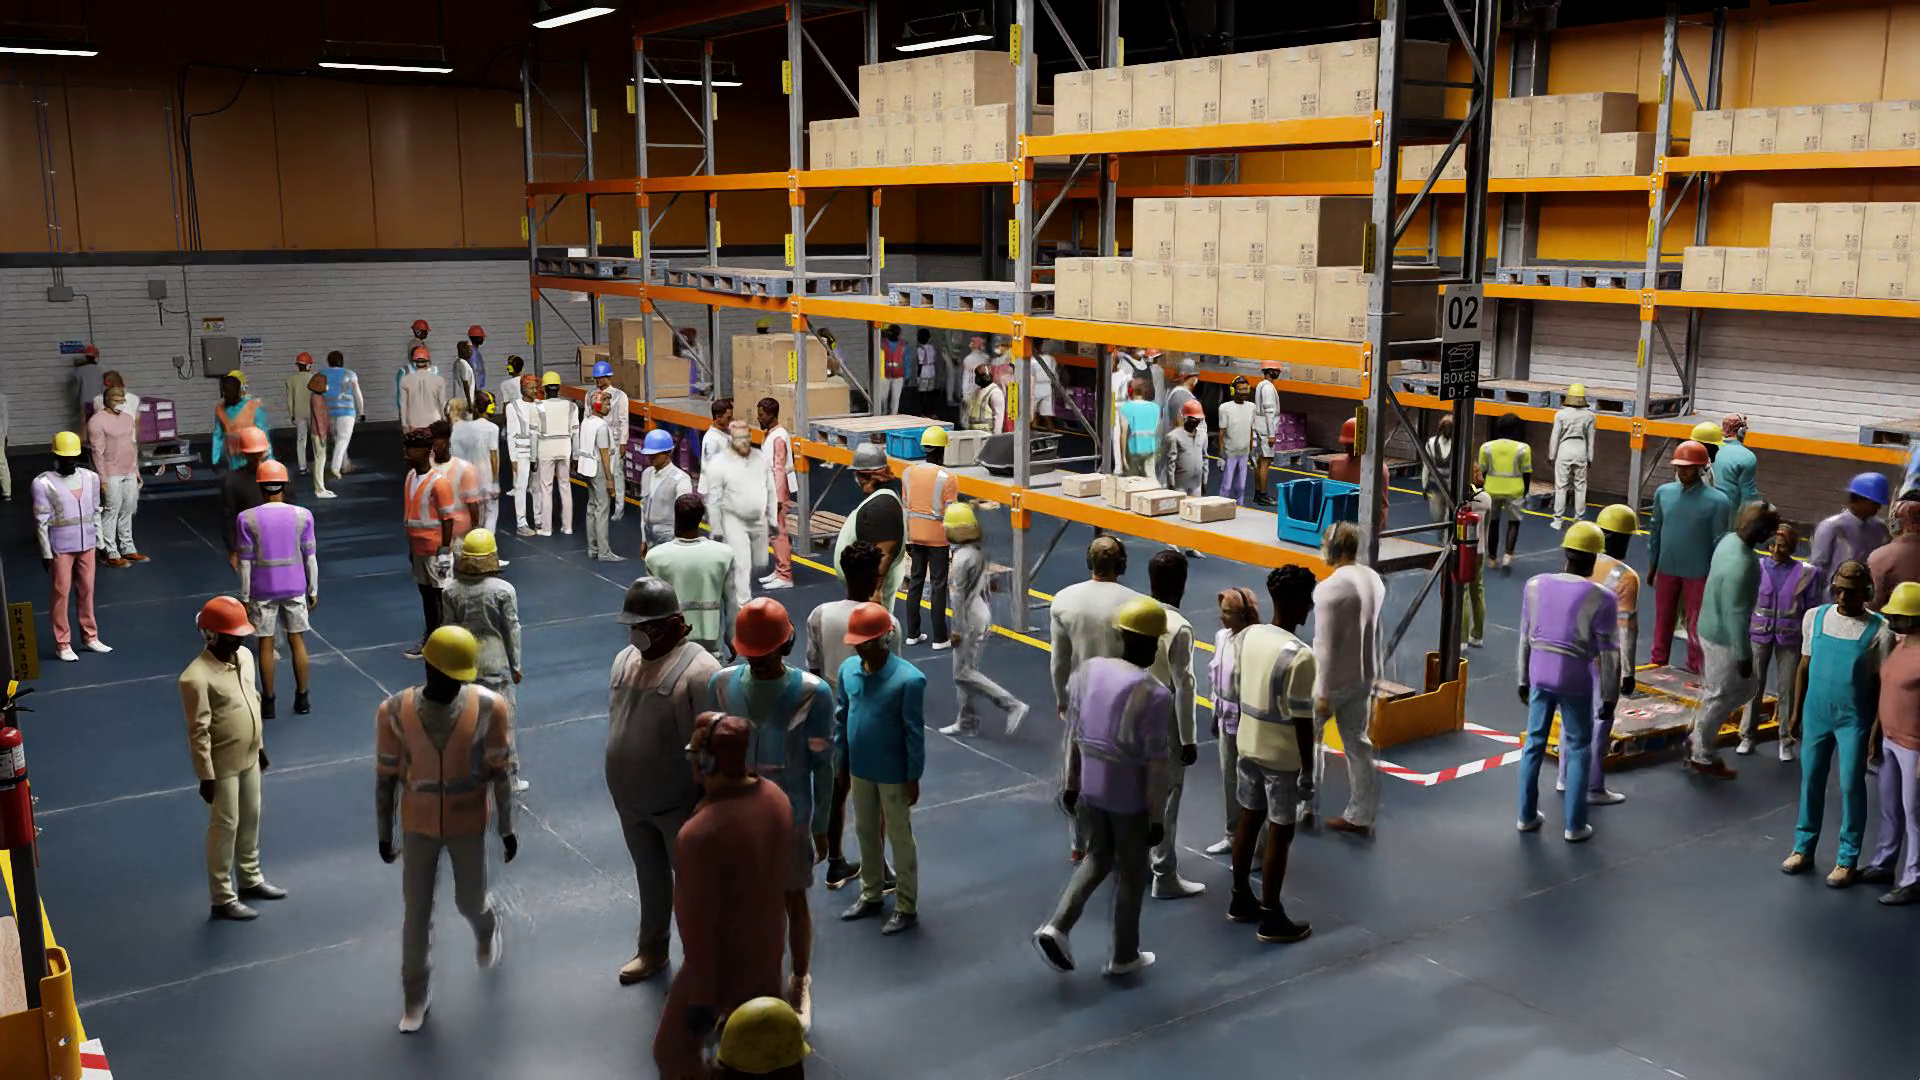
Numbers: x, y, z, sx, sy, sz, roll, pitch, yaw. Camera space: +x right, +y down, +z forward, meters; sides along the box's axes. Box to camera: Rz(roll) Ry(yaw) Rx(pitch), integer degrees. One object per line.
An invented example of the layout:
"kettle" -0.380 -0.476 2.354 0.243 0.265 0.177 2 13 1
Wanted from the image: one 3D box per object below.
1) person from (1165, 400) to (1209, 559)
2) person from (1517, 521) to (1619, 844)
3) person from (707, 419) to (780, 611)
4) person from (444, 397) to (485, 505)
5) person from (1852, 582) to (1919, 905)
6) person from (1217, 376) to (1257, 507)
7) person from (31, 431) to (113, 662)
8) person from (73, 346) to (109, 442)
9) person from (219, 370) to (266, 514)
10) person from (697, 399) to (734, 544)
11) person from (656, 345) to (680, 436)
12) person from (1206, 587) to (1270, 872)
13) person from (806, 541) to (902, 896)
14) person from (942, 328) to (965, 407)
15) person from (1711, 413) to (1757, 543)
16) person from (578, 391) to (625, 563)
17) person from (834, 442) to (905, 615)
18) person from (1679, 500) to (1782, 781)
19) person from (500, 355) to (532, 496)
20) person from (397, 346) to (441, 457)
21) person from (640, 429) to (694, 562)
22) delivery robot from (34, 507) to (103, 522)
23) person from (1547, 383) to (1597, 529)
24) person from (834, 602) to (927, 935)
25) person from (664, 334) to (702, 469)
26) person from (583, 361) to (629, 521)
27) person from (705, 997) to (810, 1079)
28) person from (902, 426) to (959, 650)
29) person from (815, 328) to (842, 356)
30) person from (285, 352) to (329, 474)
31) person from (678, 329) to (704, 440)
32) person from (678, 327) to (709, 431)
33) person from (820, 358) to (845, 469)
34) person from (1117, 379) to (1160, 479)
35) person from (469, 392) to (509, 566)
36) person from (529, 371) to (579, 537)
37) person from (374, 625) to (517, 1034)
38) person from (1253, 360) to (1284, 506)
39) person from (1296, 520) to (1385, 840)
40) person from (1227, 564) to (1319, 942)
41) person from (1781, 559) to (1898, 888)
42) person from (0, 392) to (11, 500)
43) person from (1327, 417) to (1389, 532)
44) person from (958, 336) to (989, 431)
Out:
"person" 2.459 -0.638 17.880 0.568 1.744 0.349 -7 13 -32
"person" 3.628 0.837 9.923 0.454 1.907 0.591 -10 15 -41
"person" -1.983 -0.167 15.091 0.648 1.887 0.764 -9 14 -38
"person" -4.949 -0.472 16.654 0.468 1.893 0.764 0 11 1
"person" 5.086 1.092 8.975 0.329 1.765 0.526 0 11 -1
"person" 3.222 -0.979 19.299 0.514 1.872 0.332 -5 12 -25
"person" -7.423 0.042 13.937 0.383 1.924 0.589 6 12 27
"person" -13.319 -2.124 25.577 0.566 1.713 0.834 -1 11 -6
"person" -8.776 -1.159 20.313 0.589 1.834 0.403 1 11 5
"person" -2.398 -0.454 16.527 0.402 1.908 0.598 0 11 0
"person" -4.948 -2.653 27.974 0.502 1.837 0.344 1 11 6
"person" 1.594 1.065 9.460 0.318 1.630 0.514 -4 12 -19
"person" -0.554 0.971 9.074 0.609 1.965 0.368 7 13 32
"person" -0.090 -3.556 32.333 0.449 1.932 0.604 9 14 39
"person" 7.099 -0.230 15.415 0.394 1.898 0.640 -5 12 -23
"person" -3.877 -0.672 17.812 0.388 1.837 0.563 -7 13 -33
"person" -0.676 0.273 12.455 0.535 2.000 0.687 0 11 -2
"person" 5.015 0.664 10.807 0.455 1.900 0.668 5 12 24
"person" -5.845 -1.507 22.008 0.536 1.868 0.314 -10 15 -42
"person" -7.930 -1.950 24.413 0.630 1.824 0.722 -7 13 -33
"person" -2.480 0.026 13.993 0.612 1.939 0.418 10 15 43
"delivery robot" -9.988 -0.248 18.695 0.707 0.478 0.477 -1 11 -6
"person" 7.233 -0.989 19.697 0.519 1.735 0.332 1 11 6
"person" -0.436 1.169 8.644 0.573 1.740 0.348 8 14 35
"person" -4.128 -2.077 24.481 0.687 2.000 1.033 -6 13 -30
"person" -4.310 -1.204 20.249 0.605 1.948 0.384 4 12 18
"person" -0.527 2.014 4.342 0.492 1.731 0.324 6 13 29
"person" -0.239 -0.021 14.288 0.585 1.918 0.410 8 14 35
"person" -2.174 -2.450 26.710 0.532 1.922 0.694 10 15 41
"person" -9.370 -1.821 23.909 0.560 1.752 0.325 0 11 2
"person" -4.499 -2.567 27.513 0.582 1.849 0.958 3 12 16
"person" -4.681 -2.783 28.721 0.898 1.797 0.603 6 13 28
"person" -1.953 -1.858 24.436 0.548 1.620 0.436 1 11 7
"person" 2.116 -1.005 19.673 0.557 1.785 0.941 -4 12 -18
"person" -5.017 -0.633 17.587 0.521 1.857 0.365 9 14 37
"person" -4.703 -0.994 19.276 0.592 1.914 0.398 -8 13 -35
"person" -2.384 1.275 7.734 0.641 1.884 0.622 -2 11 -11
"person" 3.952 -1.408 21.311 0.350 1.942 0.545 0 11 -1
"person" 2.201 0.820 9.975 0.645 1.911 0.754 -9 14 -40
"person" 1.628 1.082 8.549 0.376 1.957 0.607 -5 12 -25
"person" 4.882 1.003 9.249 0.348 1.839 0.503 -9 14 -37
"person" -12.581 -1.353 21.513 0.324 1.752 0.562 5 12 26
"person" 3.380 -0.071 14.340 0.384 1.993 0.609 -11 15 -43
"person" 0.257 -2.180 25.442 0.509 1.871 0.669 9 14 39
